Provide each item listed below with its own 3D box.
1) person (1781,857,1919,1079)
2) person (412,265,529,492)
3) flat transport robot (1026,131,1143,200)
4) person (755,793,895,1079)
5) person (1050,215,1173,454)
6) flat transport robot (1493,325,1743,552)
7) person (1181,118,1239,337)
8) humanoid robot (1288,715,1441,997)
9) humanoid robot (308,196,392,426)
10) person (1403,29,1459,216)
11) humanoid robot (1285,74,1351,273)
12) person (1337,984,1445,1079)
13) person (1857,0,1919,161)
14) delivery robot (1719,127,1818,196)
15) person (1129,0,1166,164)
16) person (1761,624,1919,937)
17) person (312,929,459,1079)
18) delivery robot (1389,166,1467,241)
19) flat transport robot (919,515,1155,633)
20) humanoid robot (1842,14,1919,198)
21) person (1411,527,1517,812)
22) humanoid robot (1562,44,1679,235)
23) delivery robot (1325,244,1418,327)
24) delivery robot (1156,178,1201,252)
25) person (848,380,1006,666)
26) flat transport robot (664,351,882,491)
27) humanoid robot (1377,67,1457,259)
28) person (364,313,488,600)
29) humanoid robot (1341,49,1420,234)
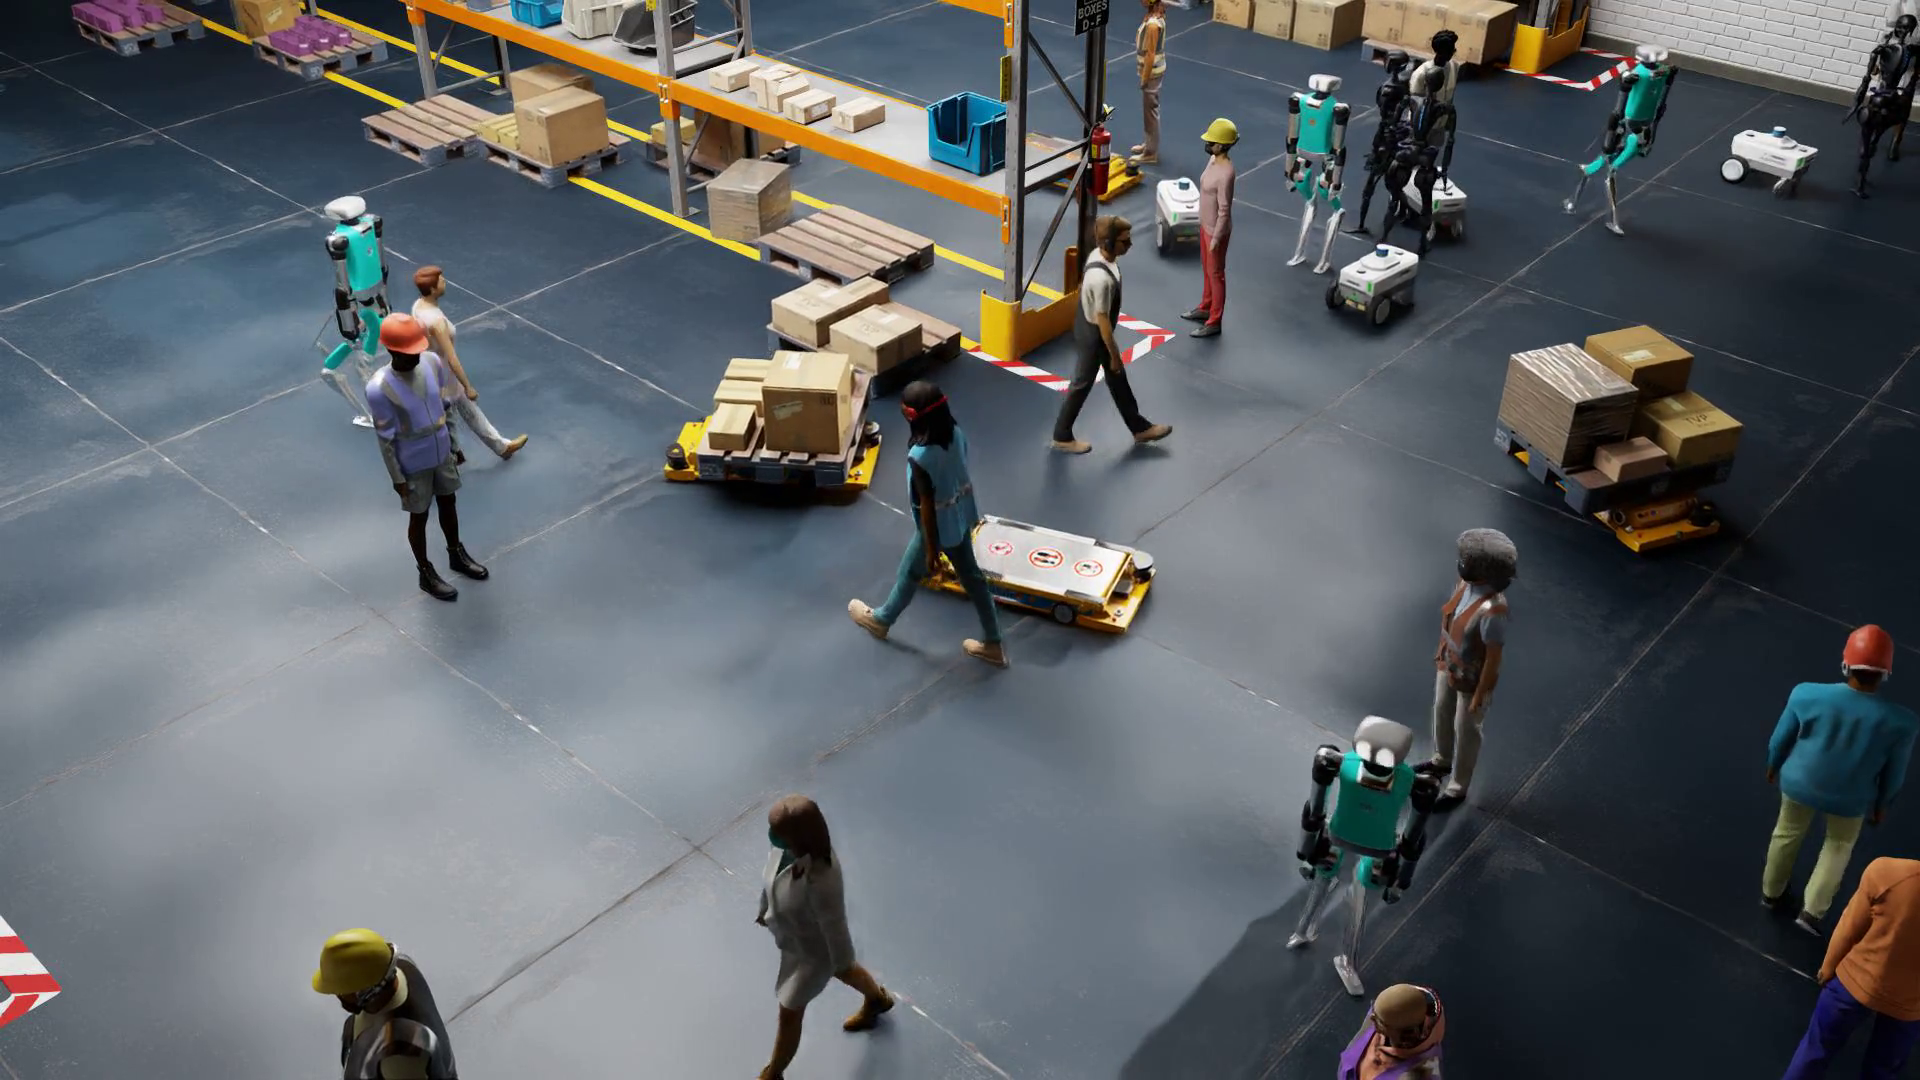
[{"bbox_3d":[3.764,1.791,6.724,0.515,1.972,0.405,18,38,24],"label":"person"},{"bbox_3d":[-3.404,-1.109,11.216,0.877,1.607,0.478,-19,39,-26],"label":"person"},{"bbox_3d":[0.991,-3.625,16.062,1.431,0.231,0.659,24,41,30],"label":"flat transport robot"},{"bbox_3d":[-0.644,1.692,7.167,0.877,1.614,0.509,-18,38,-24],"label":"person"},{"bbox_3d":[1.062,-1.376,11.459,0.923,1.801,0.515,5,35,7],"label":"person"},{"bbox_3d":[4.460,-0.423,11.423,0.659,0.231,1.431,-12,36,-17],"label":"flat transport robot"},{"bbox_3d":[1.977,-2.450,13.039,0.303,1.772,0.524,-3,35,-4],"label":"person"},{"bbox_3d":[1.820,1.357,7.564,0.577,1.783,0.821,12,36,17],"label":"humanoid robot"},{"bbox_3d":[-4.347,-1.577,11.849,0.693,1.839,0.559,10,36,14],"label":"humanoid robot"},{"bbox_3d":[4.240,-3.779,15.035,0.536,1.692,0.319,-20,39,-26],"label":"person"},{"bbox_3d":[3.055,-3.112,14.008,0.533,1.755,0.730,23,41,30],"label":"humanoid robot"},{"bbox_3d":[1.582,2.264,6.275,0.342,1.692,0.492,-8,36,-12],"label":"person"},{"bbox_3d":[9.147,-4.640,16.078,0.547,1.926,0.379,14,37,20],"label":"person"},{"bbox_3d":[7.700,-3.640,15.828,0.499,0.590,0.761,-27,43,-33],"label":"delivery robot"},{"bbox_3d":[1.813,-4.518,16.036,0.335,1.768,0.456,3,35,5],"label":"person"},{"bbox_3d":[4.109,1.135,7.870,0.574,1.732,0.456,19,39,25],"label":"person"},{"bbox_3d":[-2.108,2.143,6.344,0.403,1.819,0.599,-13,37,-18],"label":"person"},{"bbox_3d":[4.262,-3.092,15.022,0.499,0.577,0.758,-8,35,-11],"label":"delivery robot"},{"bbox_3d":[0.461,0.190,10.535,1.431,0.231,0.659,13,37,18],"label":"flat transport robot"},{"bbox_3d":[8.534,-4.046,15.442,0.608,1.640,0.527,-5,35,-7],"label":"humanoid robot"},{"bbox_3d":[2.613,0.672,8.595,0.316,1.680,0.462,-6,35,-9],"label":"person"},{"bbox_3d":[5.772,-3.580,14.763,0.560,1.841,0.890,-10,36,-14],"label":"humanoid robot"},{"bbox_3d":[3.426,-2.145,13.645,0.750,0.570,0.499,-27,43,-34],"label":"delivery robot"},{"bbox_3d":[1.979,-2.903,14.776,0.499,0.608,0.801,-4,35,-5],"label":"delivery robot"},{"bbox_3d":[-0.172,-0.099,9.615,1.035,1.795,0.544,19,39,25],"label":"person"},{"bbox_3d":[-1.308,-0.628,11.720,1.431,0.231,0.659,4,35,5],"label":"flat transport robot"},{"bbox_3d":[3.908,-3.233,14.274,0.615,1.643,0.361,16,38,21],"label":"humanoid robot"},{"bbox_3d":[-3.242,-0.513,10.095,0.382,1.930,0.540,20,39,26],"label":"person"},{"bbox_3d":[3.826,-3.493,14.652,0.583,1.640,0.589,16,38,22],"label":"humanoid robot"}]
